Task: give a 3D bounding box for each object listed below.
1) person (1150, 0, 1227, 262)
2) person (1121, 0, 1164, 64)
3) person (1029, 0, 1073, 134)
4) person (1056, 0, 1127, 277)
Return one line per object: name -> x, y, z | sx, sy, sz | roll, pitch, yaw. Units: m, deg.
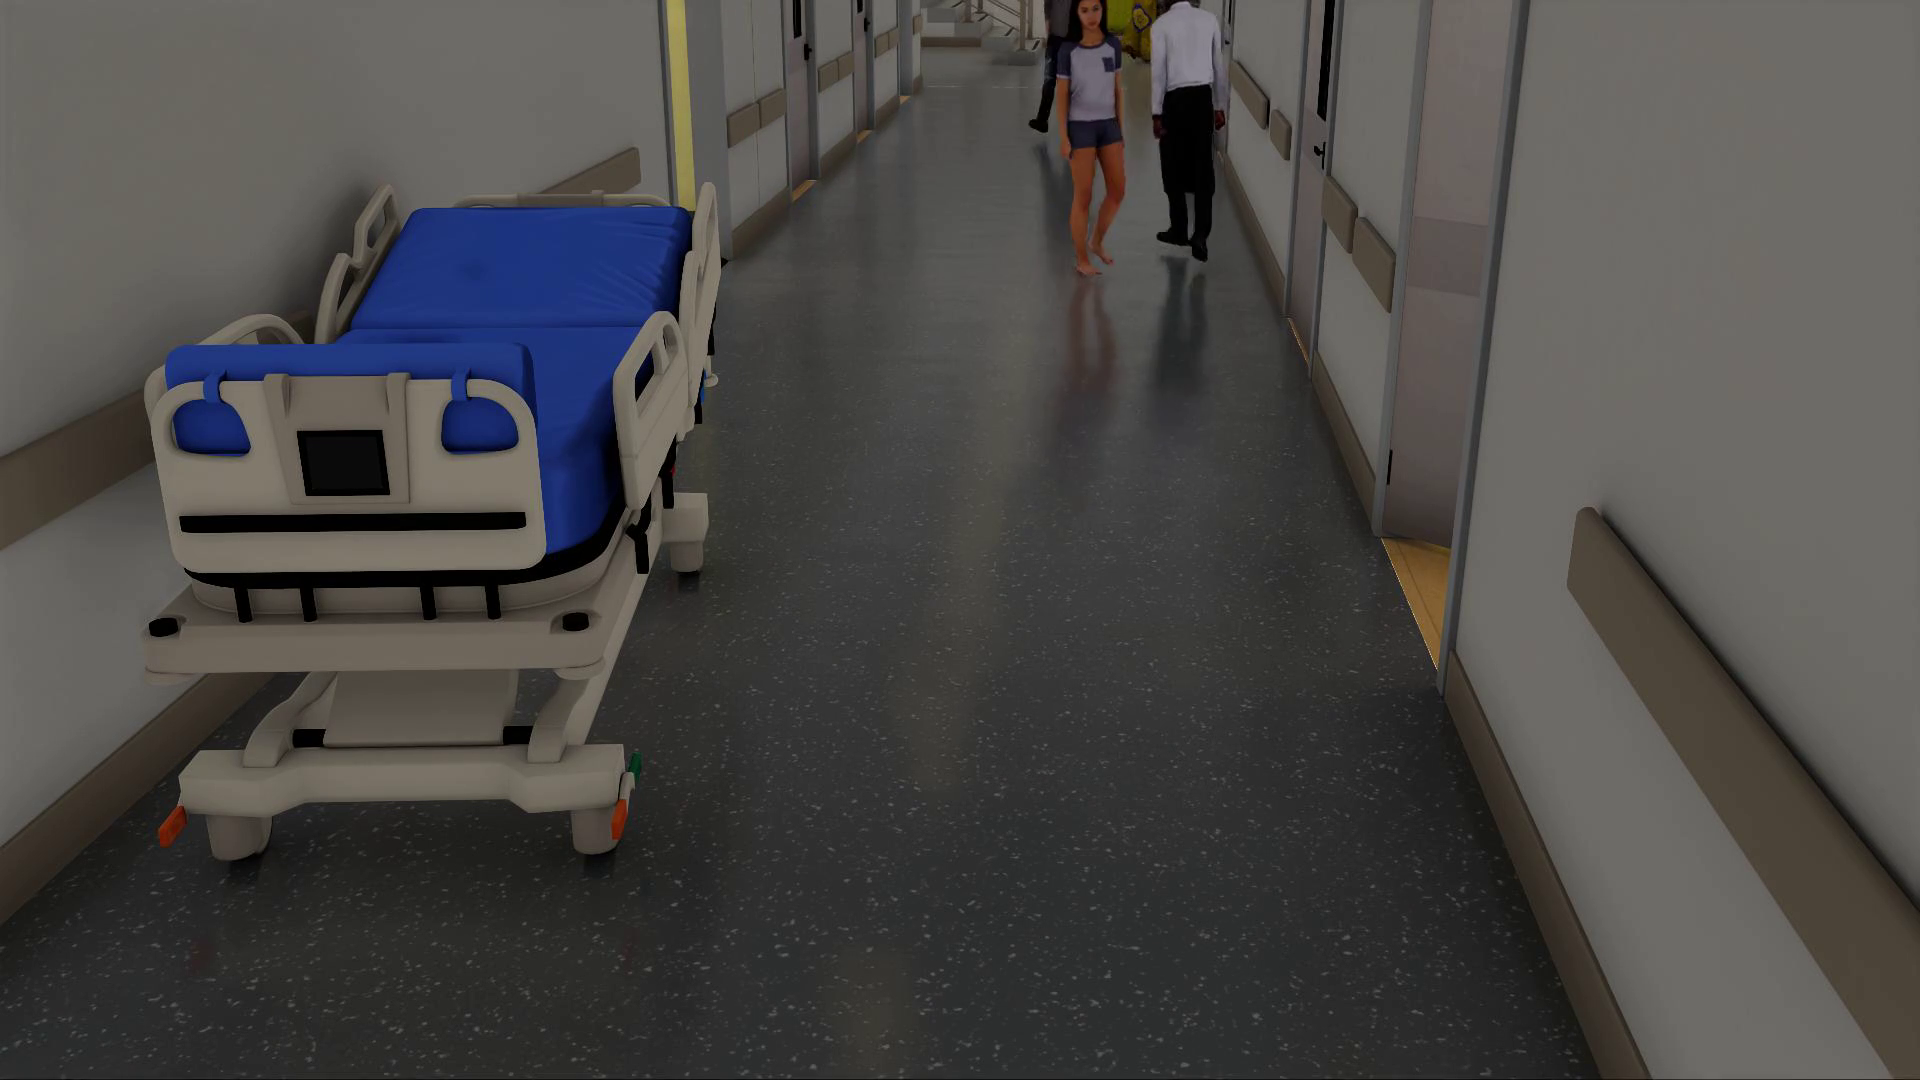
person -> 1.453, -2.659, 10.563 | 1.235, 1.783, 0.998 | -2, 21, -6
person -> 2.701, -7.907, 24.607 | 1.018, 1.649, 1.071 | 16, 26, 35
person -> 1.125, -5.042, 16.743 | 1.213, 1.861, 1.056 | 10, 23, 25
person -> 0.770, -2.516, 10.266 | 0.670, 1.726, 0.778 | -10, 23, -25
